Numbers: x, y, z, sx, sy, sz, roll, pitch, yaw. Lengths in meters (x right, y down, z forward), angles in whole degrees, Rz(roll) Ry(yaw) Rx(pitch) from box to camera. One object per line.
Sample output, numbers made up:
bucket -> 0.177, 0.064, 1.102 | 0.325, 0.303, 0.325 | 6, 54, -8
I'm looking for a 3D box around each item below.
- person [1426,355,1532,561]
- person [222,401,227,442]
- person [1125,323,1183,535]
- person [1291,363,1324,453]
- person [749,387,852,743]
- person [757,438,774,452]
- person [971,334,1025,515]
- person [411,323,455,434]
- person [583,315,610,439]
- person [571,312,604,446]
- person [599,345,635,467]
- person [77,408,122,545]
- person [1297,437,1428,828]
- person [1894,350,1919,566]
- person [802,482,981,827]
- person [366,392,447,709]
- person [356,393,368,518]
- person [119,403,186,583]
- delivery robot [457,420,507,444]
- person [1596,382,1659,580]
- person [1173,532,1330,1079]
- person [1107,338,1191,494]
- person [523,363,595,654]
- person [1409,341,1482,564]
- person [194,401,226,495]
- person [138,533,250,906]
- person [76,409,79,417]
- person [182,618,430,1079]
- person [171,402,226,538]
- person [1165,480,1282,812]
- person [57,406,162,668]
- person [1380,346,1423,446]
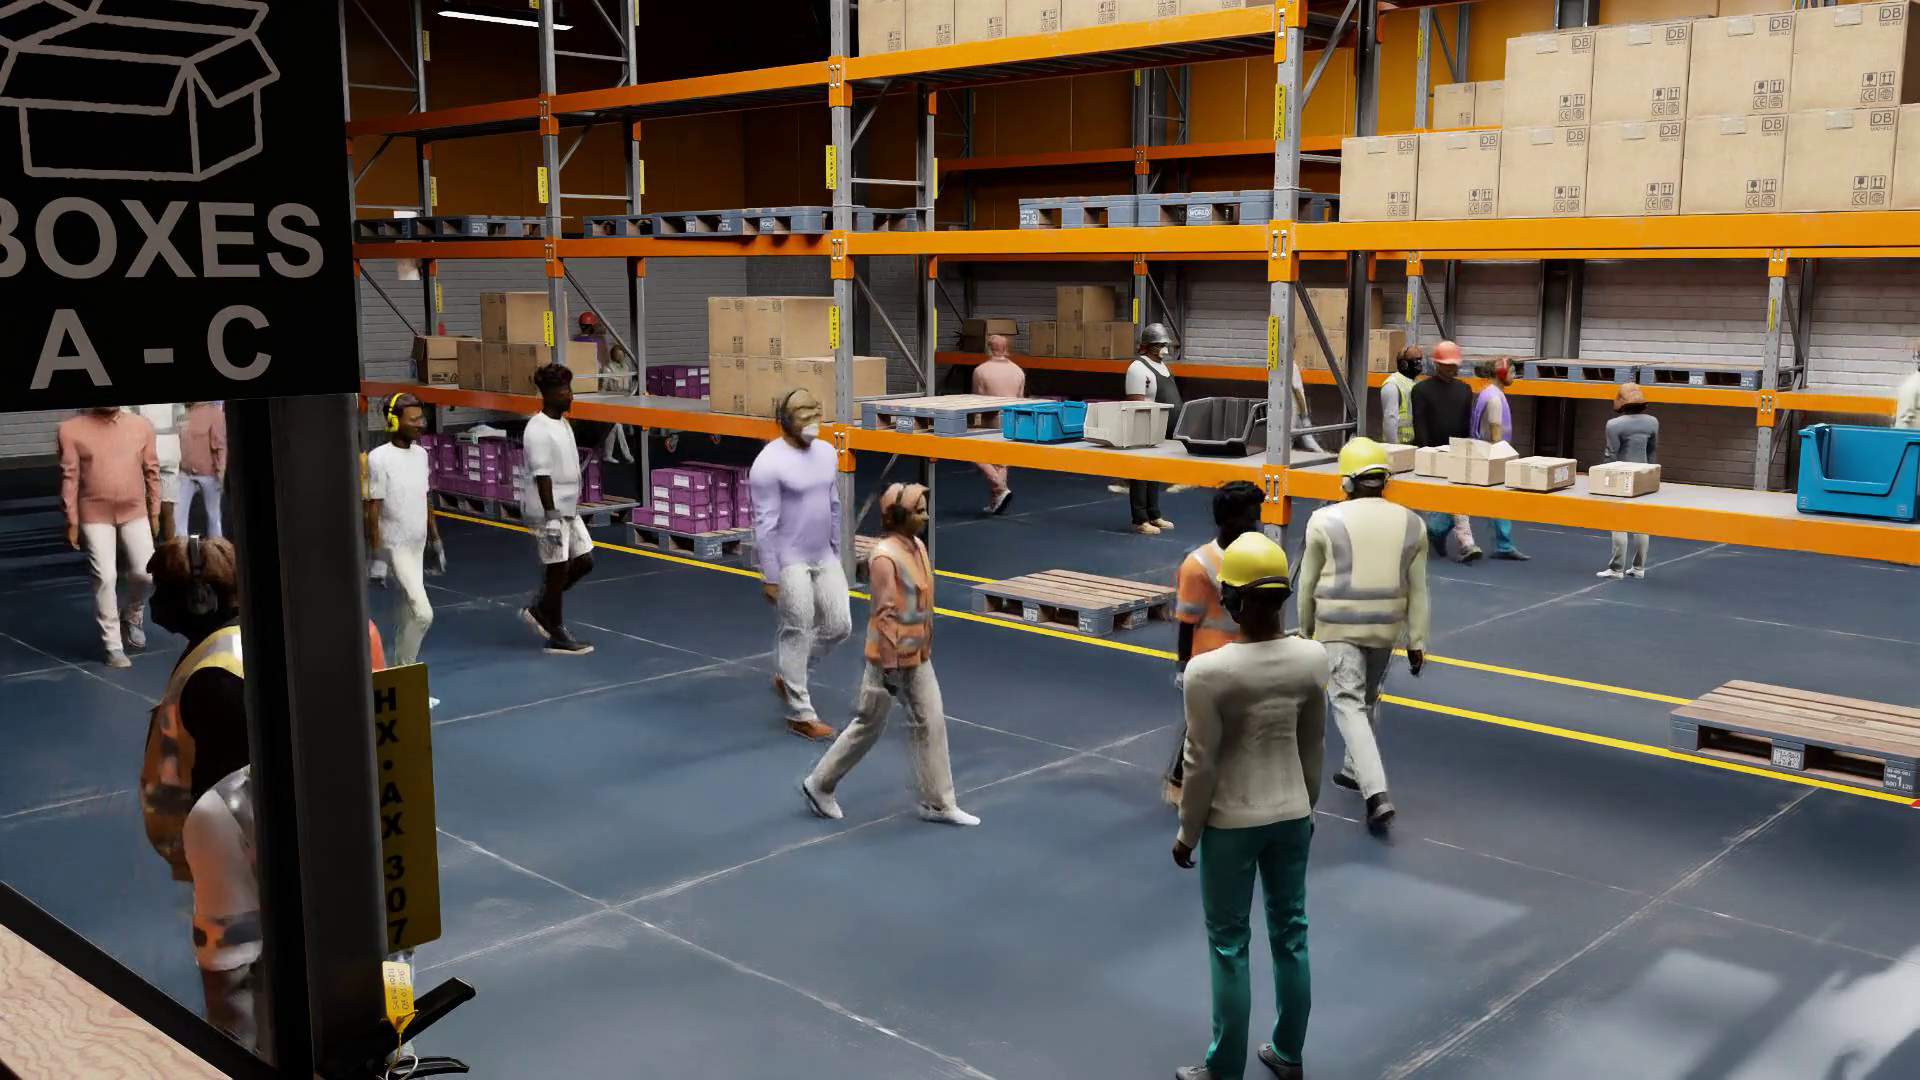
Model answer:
person -> 4.597, -0.720, 14.636 | 0.843, 1.811, 0.595 | 3, 10, 19
person -> -9.445, -1.818, 21.074 | 0.889, 1.914, 0.637 | -9, 13, -44
person -> 1.908, -1.084, 16.157 | 0.536, 2.000, 0.676 | 5, 11, 28
person -> 3.879, -1.429, 19.067 | 1.049, 1.798, 0.571 | 2, 9, 10
person -> -0.865, 0.135, 9.025 | 0.454, 1.928, 0.656 | 7, 12, 37
person -> -2.329, -1.550, 19.363 | 0.384, 1.924, 0.594 | 0, 9, -1
person -> 0.389, -1.170, 17.148 | 0.660, 1.886, 0.547 | -7, 11, -35
person -> -6.710, -1.818, 21.193 | 0.590, 1.885, 0.681 | 5, 10, 26
person -> -5.321, -2.402, 24.725 | 0.752, 1.878, 0.663 | 1, 9, 7
person -> -5.383, -2.331, 24.117 | 0.552, 1.936, 0.358 | 7, 11, 35
person -> -4.428, -1.742, 21.587 | 0.883, 1.574, 0.582 | 7, 11, 35
person -> -7.885, -0.858, 15.408 | 0.590, 1.833, 0.404 | 0, 9, 1
person -> 1.893, 0.423, 7.739 | 0.576, 1.796, 0.882 | -2, 9, -12
person -> 8.268, -0.740, 14.226 | 0.650, 1.977, 0.476 | -6, 11, -34
person -> -0.342, 0.524, 7.634 | 0.809, 1.610, 0.530 | 3, 10, 21
person -> -3.147, 0.075, 9.619 | 0.493, 1.853, 0.551 | 2, 10, 14
person -> -6.343, -1.169, 17.049 | 0.591, 1.922, 0.391 | 8, 12, 42
person -> -6.579, -0.656, 13.565 | 0.620, 2.038, 0.423 | -8, 13, -42
delivery robot -> -6.306, -1.334, 21.939 | 0.477, 0.478, 0.707 | 4, 10, 21
person -> 5.499, -0.482, 13.710 | 0.498, 1.633, 0.279 | -3, 10, -17
person -> 0.888, 0.854, 5.119 | 0.522, 1.768, 0.312 | -5, 10, -26
person -> 2.195, -1.406, 18.886 | 0.949, 1.808, 0.510 | 2, 10, 14
person -> -2.675, -0.199, 11.026 | 0.448, 1.951, 0.607 | 2, 9, 10
person -> 4.240, -0.777, 14.615 | 0.595, 1.927, 1.076 | -1, 9, -8
person -> -8.592, -1.422, 18.858 | 0.624, 1.838, 0.430 | 7, 12, 38
person -> -2.078, 0.888, 4.725 | 0.432, 1.836, 0.618 | -4, 10, -21
person -> -8.200, -0.963, 15.928 | 0.673, 1.870, 0.807 | 4, 10, 24
person -> -1.397, 1.043, 3.567 | 0.971, 1.904, 0.537 | 7, 12, 38
person -> -6.289, -0.514, 13.654 | 0.524, 1.720, 0.823 | -2, 9, -13
person -> 1.199, 0.537, 7.449 | 0.523, 1.642, 0.872 | -9, 13, -43
person -> -5.483, -0.168, 10.756 | 0.623, 1.980, 0.502 | -8, 12, -41
person -> 4.177, -0.887, 15.560 | 0.429, 1.844, 0.624 | 8, 12, 40
